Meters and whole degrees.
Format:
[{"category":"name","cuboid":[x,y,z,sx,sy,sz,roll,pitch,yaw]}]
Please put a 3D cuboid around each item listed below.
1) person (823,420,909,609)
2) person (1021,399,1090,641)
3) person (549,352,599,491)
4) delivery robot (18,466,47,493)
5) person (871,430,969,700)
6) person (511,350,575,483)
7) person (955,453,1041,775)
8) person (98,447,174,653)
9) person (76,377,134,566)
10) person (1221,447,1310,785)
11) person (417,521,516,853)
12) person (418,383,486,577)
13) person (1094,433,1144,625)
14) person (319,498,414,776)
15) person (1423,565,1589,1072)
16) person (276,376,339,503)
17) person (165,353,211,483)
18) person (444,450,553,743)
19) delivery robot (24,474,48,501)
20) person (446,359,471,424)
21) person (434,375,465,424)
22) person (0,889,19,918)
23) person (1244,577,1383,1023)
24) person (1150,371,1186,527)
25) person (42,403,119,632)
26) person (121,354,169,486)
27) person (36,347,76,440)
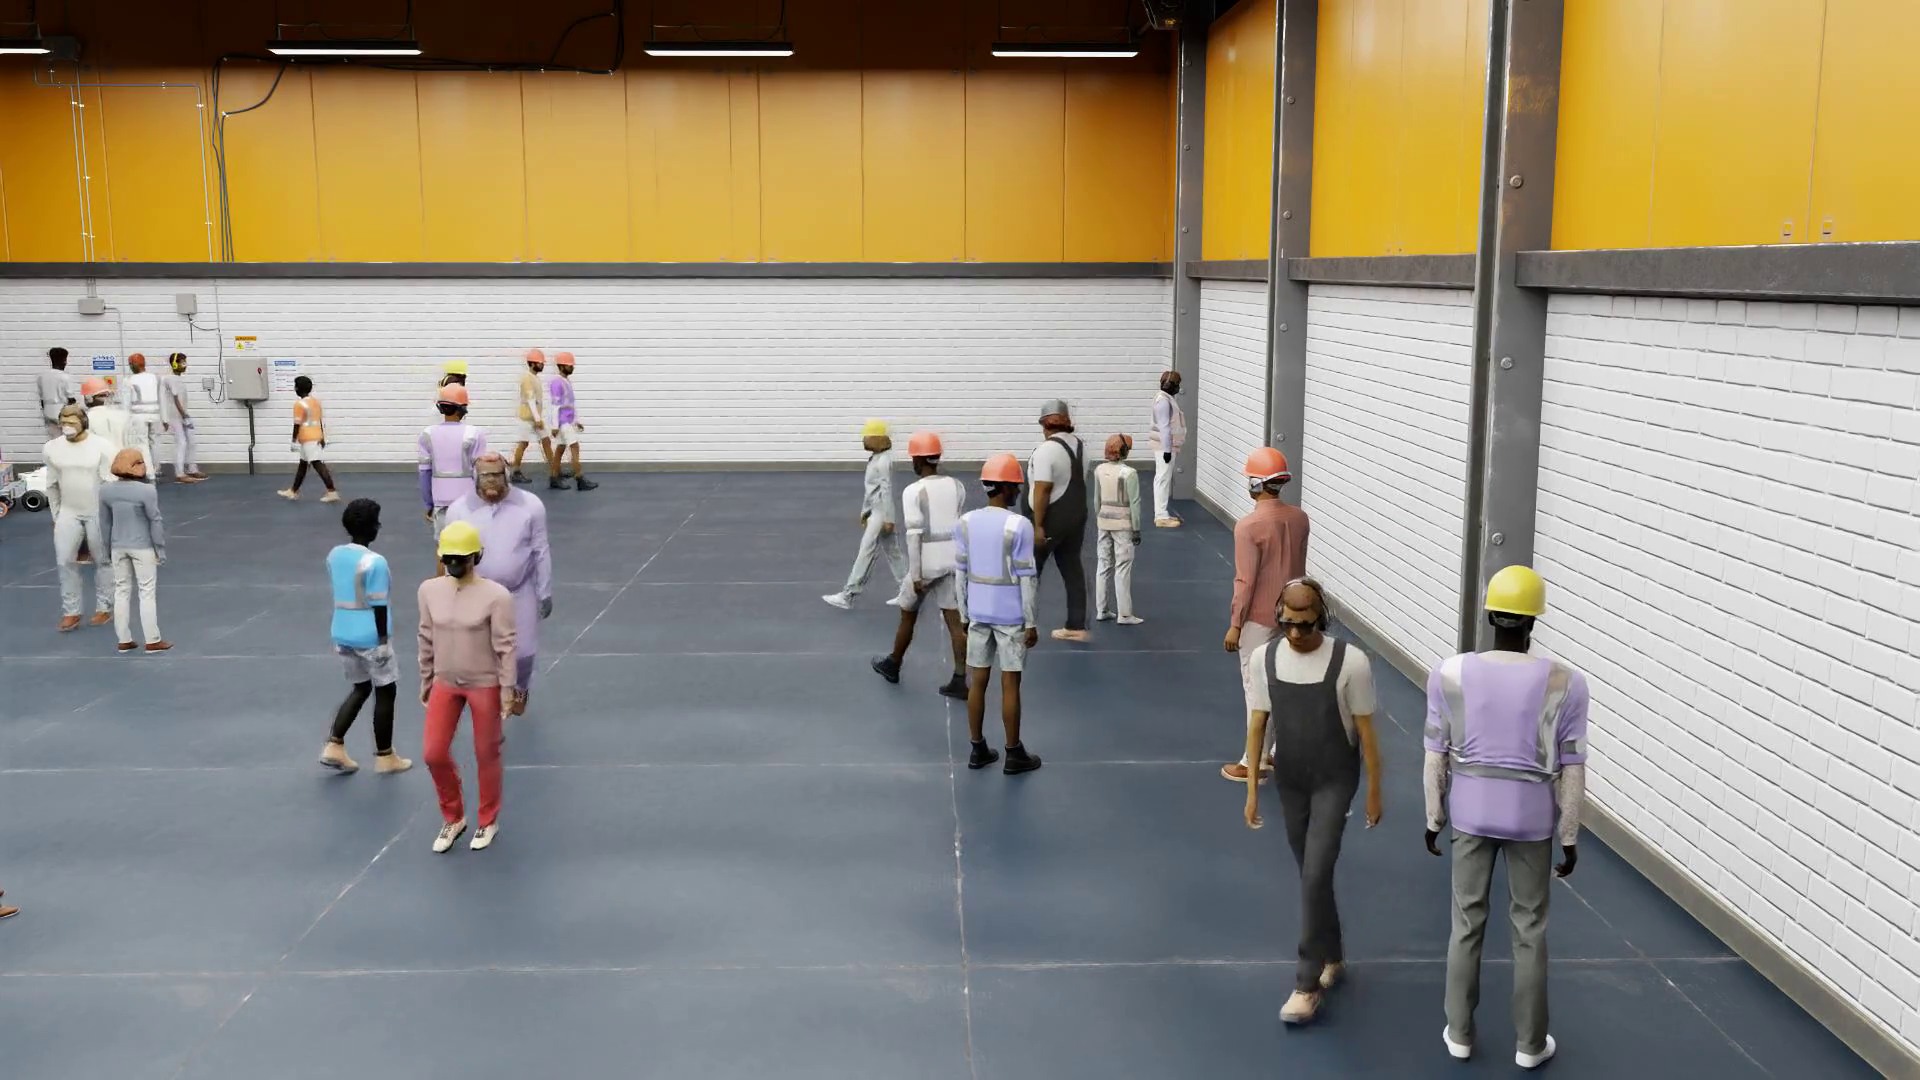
[{"category":"person","cuboid":[-0.794,-0.224,14.861,0.872,1.695,0.497,-1,9,-8]},{"category":"person","cuboid":[0.705,-0.206,13.688,0.934,2.000,0.714,8,12,40]},{"category":"person","cuboid":[-5.288,-1.615,22.757,0.842,1.907,0.547,0,9,-1]},{"category":"delivery robot","cuboid":[-11.714,-0.773,21.423,0.707,0.478,0.477,-8,12,-42]},{"category":"person","cuboid":[-0.248,0.159,11.911,0.553,1.884,0.989,-7,11,-36]},{"category":"person","cuboid":[-5.939,-1.730,23.493,0.957,1.891,0.570,1,9,4]},{"category":"person","cuboid":[0.238,0.444,10.034,0.545,1.933,0.376,6,11,34]},{"category":"person","cuboid":[-6.533,0.083,13.159,0.507,1.631,0.266,1,9,7]},{"category":"person","cuboid":[-8.714,-0.691,16.986,1.039,1.944,0.645,4,10,22]},{"category":"person","cuboid":[1.799,0.446,9.827,0.611,1.996,0.379,-8,12,-40]},{"category":"person","cuboid":[-2.560,0.767,8.589,0.561,1.746,0.514,1,9,7]},{"category":"person","cuboid":[-4.402,-0.349,14.555,0.609,2.044,0.394,1,9,6]},{"category":"person","cuboid":[1.344,-0.091,14.211,0.307,1.641,0.512,-8,12,-40]},{"category":"person","cuboid":[-3.617,0.593,9.917,0.544,1.676,0.467,6,11,34]},{"category":"person","cuboid":[2.059,1.051,6.329,0.589,1.927,0.388,4,10,24]},{"category":"person","cuboid":[-8.479,-1.297,21.546,0.895,1.644,0.548,1,9,4]},{"category":"person","cuboid":[-10.976,-1.727,23.618,0.524,1.856,0.510,-1,9,-4]},{"category":"person","cuboid":[-3.000,0.333,10.827,0.670,1.895,0.608,-3,10,-18]},{"category":"delivery robot","cuboid":[-11.385,-0.703,20.993,0.707,0.478,0.477,-2,9,-14]},{"category":"person","cuboid":[-6.290,-1.307,20.826,0.418,1.909,0.619,-3,10,-20]},{"category":"person","cuboid":[-5.669,-0.930,18.704,0.439,1.851,0.550,4,10,22]},{"category":"person","cuboid":[-4.664,0.962,7.772,0.286,1.633,0.499,-8,12,-39]},{"category":"person","cuboid":[1.403,1.039,6.787,0.537,1.795,0.778,7,12,36]},{"category":"person","cuboid":[2.455,-1.078,19.667,0.429,1.837,0.621,1,9,6]},{"category":"person","cuboid":[-7.355,-0.184,13.919,0.635,1.910,0.745,-1,9,-6]},{"category":"person","cuboid":[-11.541,-1.692,23.418,0.804,1.839,0.622,6,11,33]},{"category":"person","cuboid":[-12.602,-1.732,23.309,0.650,1.942,0.432,2,10,14]}]
